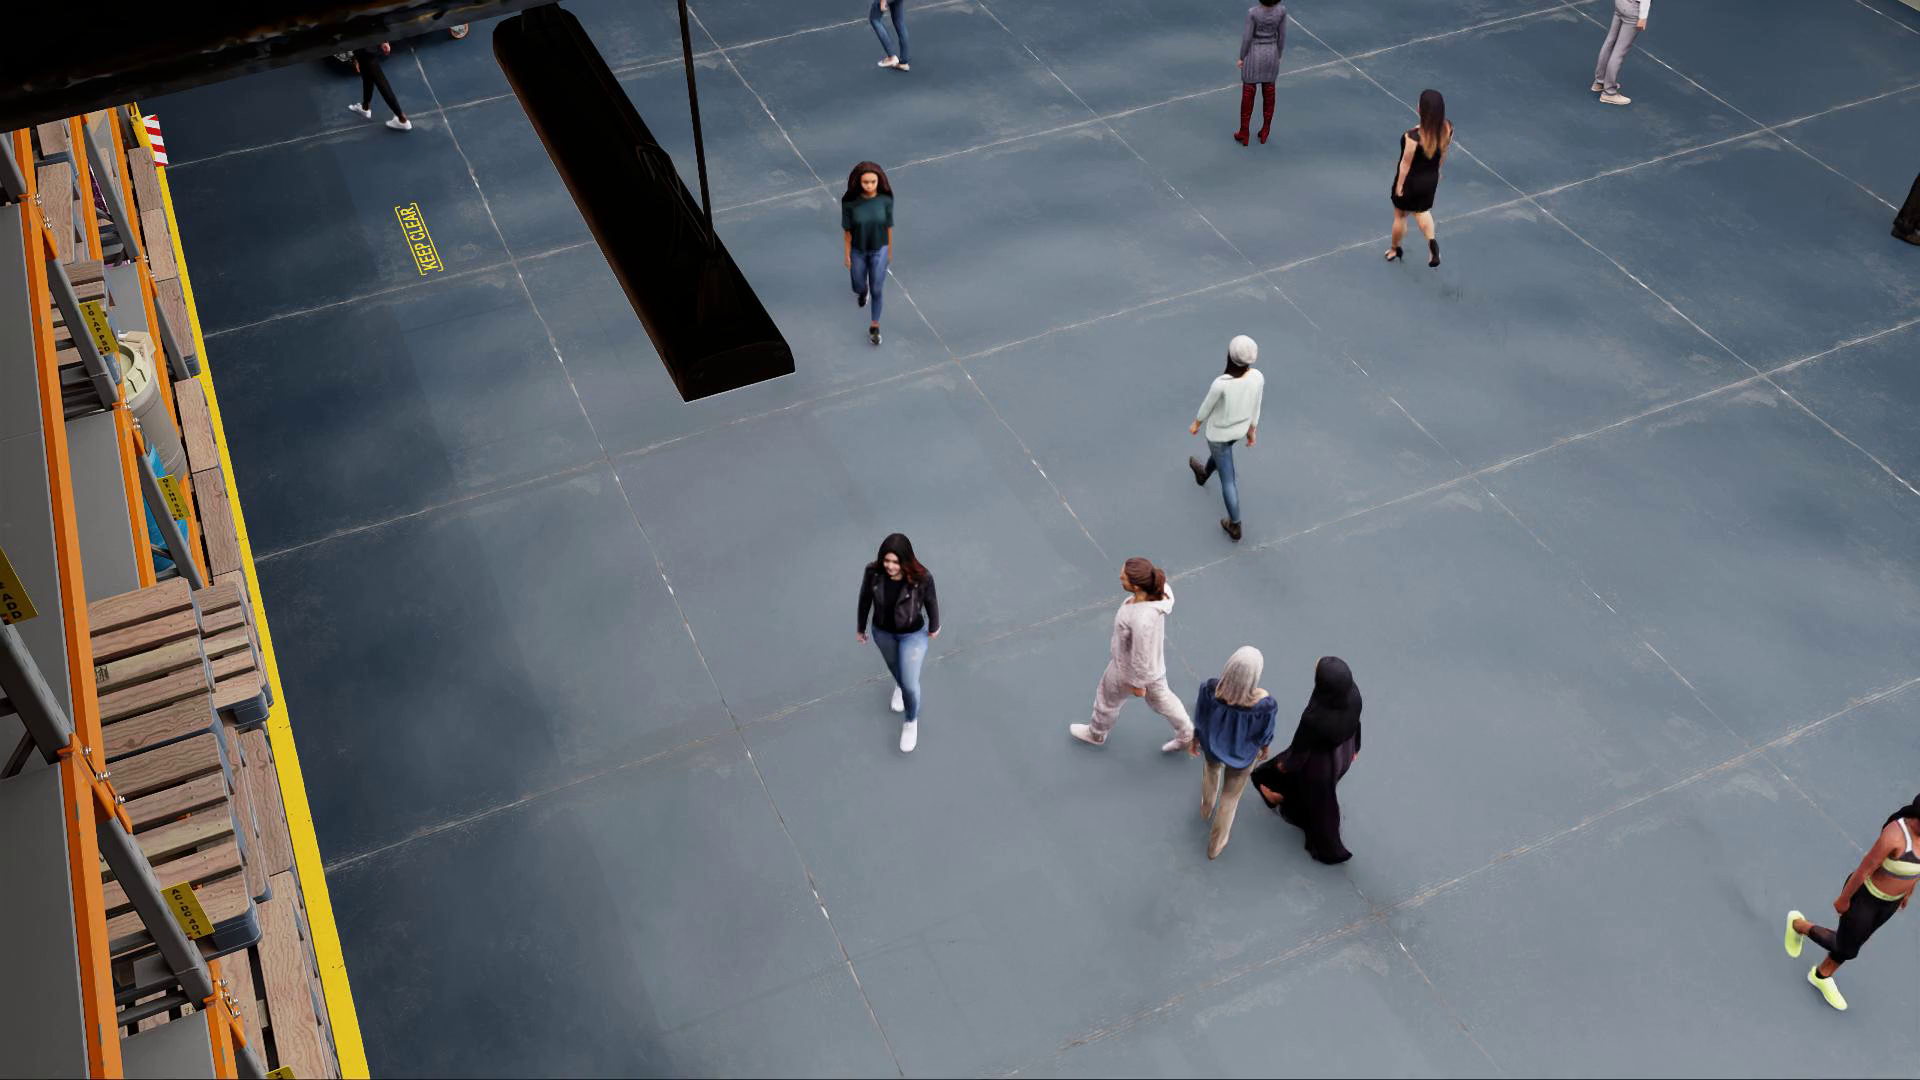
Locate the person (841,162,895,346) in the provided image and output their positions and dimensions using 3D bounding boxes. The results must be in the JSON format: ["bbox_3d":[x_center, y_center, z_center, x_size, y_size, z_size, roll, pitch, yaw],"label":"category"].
[{"bbox_3d":[-0.759,-2.422,13.696,0.752,1.607,0.930,-5,44,-5],"label":"person"}]

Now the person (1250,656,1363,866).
[{"bbox_3d":[2.197,1.316,9.775,0.840,1.604,1.122,-33,53,-30],"label":"person"}]

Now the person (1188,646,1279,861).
[{"bbox_3d":[1.548,1.296,9.737,0.828,1.686,0.885,17,46,17],"label":"person"}]

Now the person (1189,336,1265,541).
[{"bbox_3d":[1.951,-0.718,11.917,0.561,1.594,1.077,-18,46,-18],"label":"person"}]

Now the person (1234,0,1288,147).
[{"bbox_3d":[2.880,-4.587,15.893,0.645,1.710,0.614,-5,44,-5],"label":"person"}]

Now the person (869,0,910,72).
[{"bbox_3d":[-0.630,-5.571,16.923,0.758,1.716,0.719,26,50,25],"label":"person"}]

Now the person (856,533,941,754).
[{"bbox_3d":[-0.370,0.509,10.611,0.910,1.618,0.974,13,45,14],"label":"person"}]

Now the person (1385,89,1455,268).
[{"bbox_3d":[3.981,-3.028,14.265,0.657,1.700,0.833,-19,47,-19],"label":"person"}]

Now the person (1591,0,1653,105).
[{"bbox_3d":[6.658,-5.304,16.482,0.795,1.938,0.651,-1,44,-2],"label":"person"}]

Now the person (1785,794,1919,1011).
[{"bbox_3d":[4.934,1.871,9.091,0.628,1.745,0.793,-12,45,-12],"label":"person"}]

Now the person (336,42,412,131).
[{"bbox_3d":[-5.658,-4.730,16.048,1.058,1.705,0.979,16,46,16],"label":"person"}]

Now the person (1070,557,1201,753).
[{"bbox_3d":[1.198,0.766,10.315,1.145,1.655,1.067,15,46,16],"label":"person"}]
